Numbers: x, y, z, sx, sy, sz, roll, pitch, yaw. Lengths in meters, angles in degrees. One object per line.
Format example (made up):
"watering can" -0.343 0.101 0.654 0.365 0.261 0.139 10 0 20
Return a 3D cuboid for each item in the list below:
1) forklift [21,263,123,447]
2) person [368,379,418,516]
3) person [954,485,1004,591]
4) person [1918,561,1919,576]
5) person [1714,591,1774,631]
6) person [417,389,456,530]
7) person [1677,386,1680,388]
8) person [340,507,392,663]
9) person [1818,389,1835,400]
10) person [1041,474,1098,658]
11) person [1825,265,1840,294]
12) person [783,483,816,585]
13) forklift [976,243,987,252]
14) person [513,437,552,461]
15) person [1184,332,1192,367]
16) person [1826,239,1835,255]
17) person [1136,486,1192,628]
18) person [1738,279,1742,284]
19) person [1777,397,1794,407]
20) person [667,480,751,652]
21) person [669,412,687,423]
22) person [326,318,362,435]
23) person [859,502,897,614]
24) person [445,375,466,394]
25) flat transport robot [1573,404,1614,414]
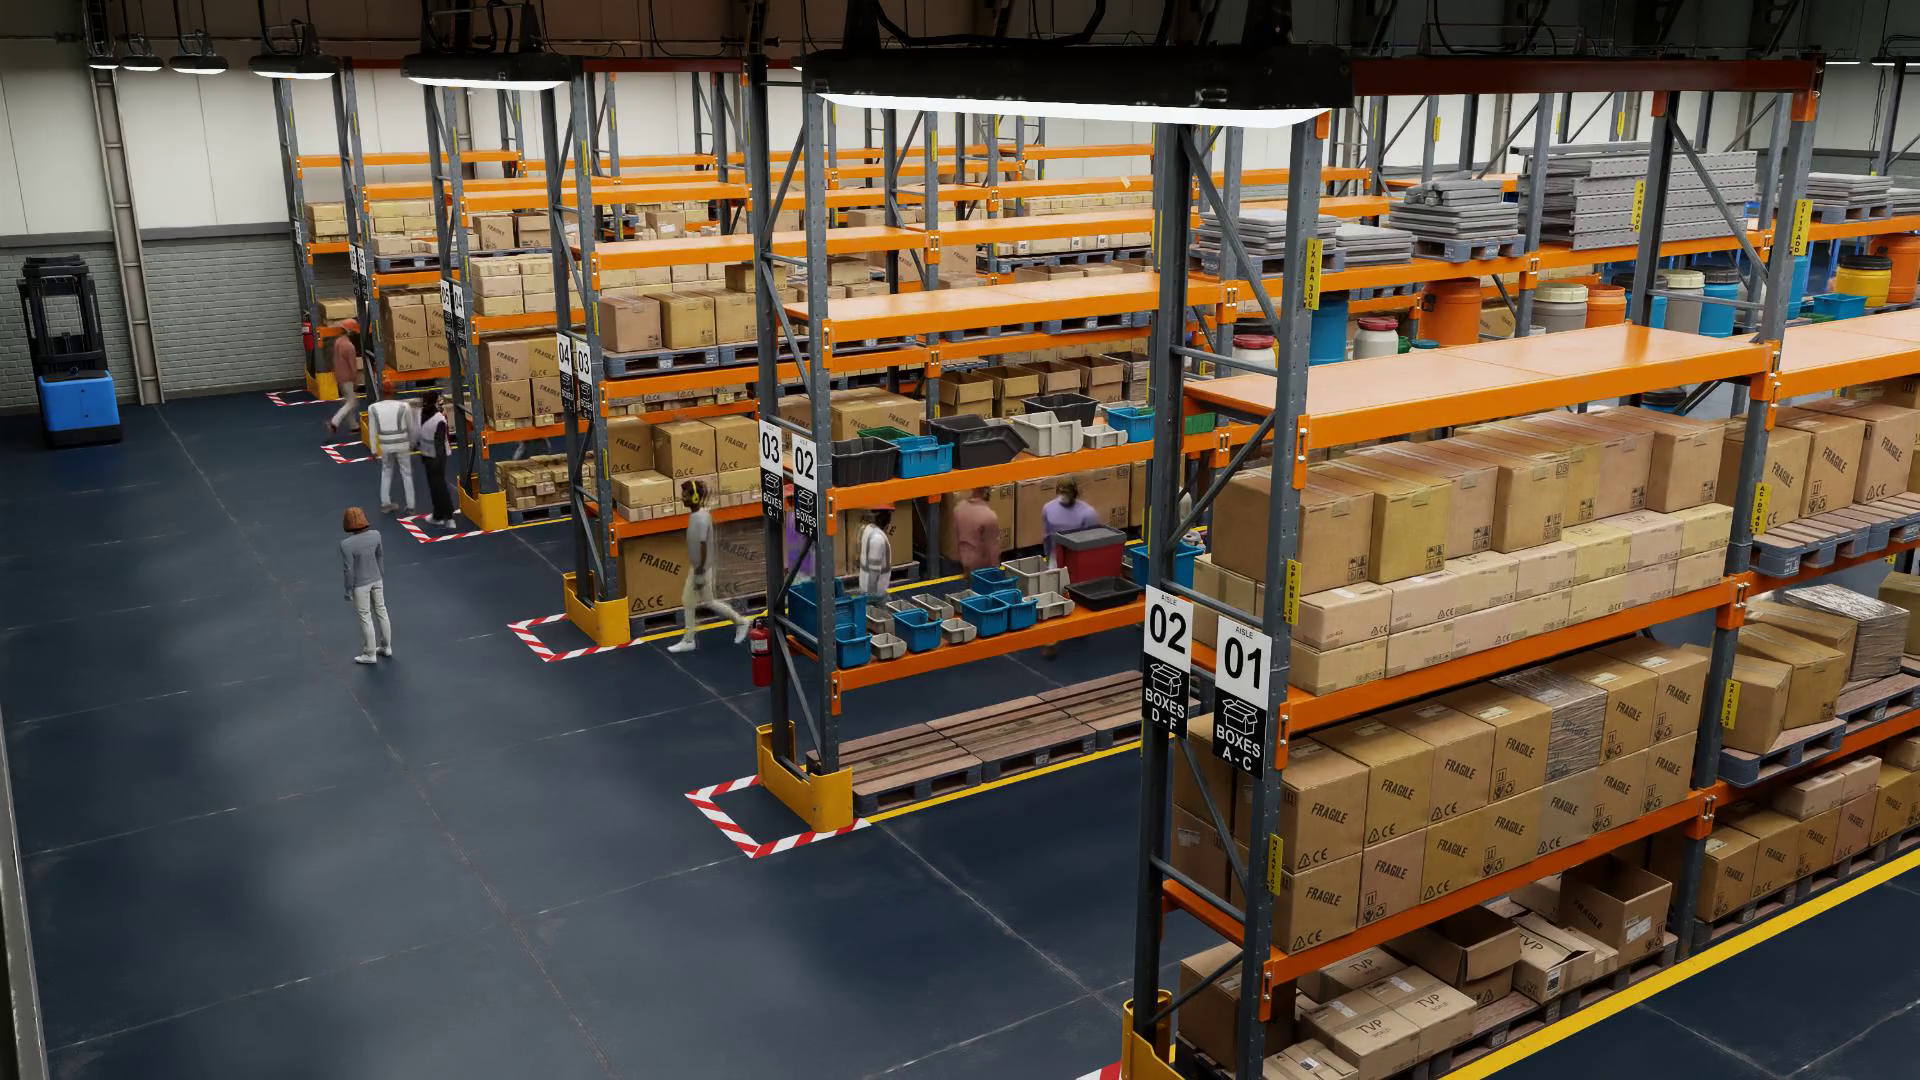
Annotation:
"forklift" -14.518 -3.079 25.708 1.129 2.768 1.873 -10 20 -31
"person" -7.662 -1.258 21.368 0.577 1.870 0.441 -1 17 -2
"person" 0.180 0.241 16.417 0.557 1.887 0.654 -11 20 -32
"person" 9.707 0.491 15.717 0.953 1.821 0.544 -10 20 -30
"person" 7.252 0.932 14.609 0.551 1.624 0.515 -9 19 -28
"person" -6.929 -1.092 20.835 0.364 1.874 0.708 -15 22 -40
"person" 13.013 -3.534 28.790 0.527 1.901 0.565 0 17 -1
"person" -6.095 0.454 16.156 0.286 1.632 0.500 9 19 27
"person" 15.299 -3.168 27.499 0.614 1.947 0.388 -2 17 -6
"person" 1.145 0.217 16.502 0.633 1.901 1.009 7 18 23
"person" 19.152 -5.185 34.441 0.531 1.746 0.535 15 22 40
"person" -1.605 0.244 16.358 0.554 1.921 0.547 -11 20 -31
"forklift" 0.988 -5.474 34.718 1.214 2.155 2.313 -10 20 -31
"person" -6.254 -1.674 22.865 0.889 1.798 0.600 -15 23 -41
"person" 3.691 -2.394 25.067 1.040 1.899 0.602 -15 22 -40
"person" 27.652 -9.823 49.923 0.519 1.585 0.852 2 17 7
"person" 2.184 0.043 16.905 0.391 1.987 0.608 -14 22 -38
"person" 16.361 -4.734 33.211 0.506 1.606 0.824 5 18 17
"person" 13.625 -2.724 26.142 0.592 1.895 0.474 15 22 40
"person" -2.633 0.261 16.434 0.824 1.848 0.521 -9 19 -26
"person" -3.536 -0.884 20.582 0.447 1.602 0.546 -2 17 -7
"person" -10.070 -2.635 25.741 0.706 1.957 0.680 -15 23 -41
"person" -0.888 0.453 15.768 0.990 1.880 0.567 -4 17 -12
"person" -8.599 -2.941 26.978 0.726 1.816 0.654 -13 21 -37
"flat transport robot" 10.853 -2.101 26.902 1.431 0.197 0.652 -15 22 -40
